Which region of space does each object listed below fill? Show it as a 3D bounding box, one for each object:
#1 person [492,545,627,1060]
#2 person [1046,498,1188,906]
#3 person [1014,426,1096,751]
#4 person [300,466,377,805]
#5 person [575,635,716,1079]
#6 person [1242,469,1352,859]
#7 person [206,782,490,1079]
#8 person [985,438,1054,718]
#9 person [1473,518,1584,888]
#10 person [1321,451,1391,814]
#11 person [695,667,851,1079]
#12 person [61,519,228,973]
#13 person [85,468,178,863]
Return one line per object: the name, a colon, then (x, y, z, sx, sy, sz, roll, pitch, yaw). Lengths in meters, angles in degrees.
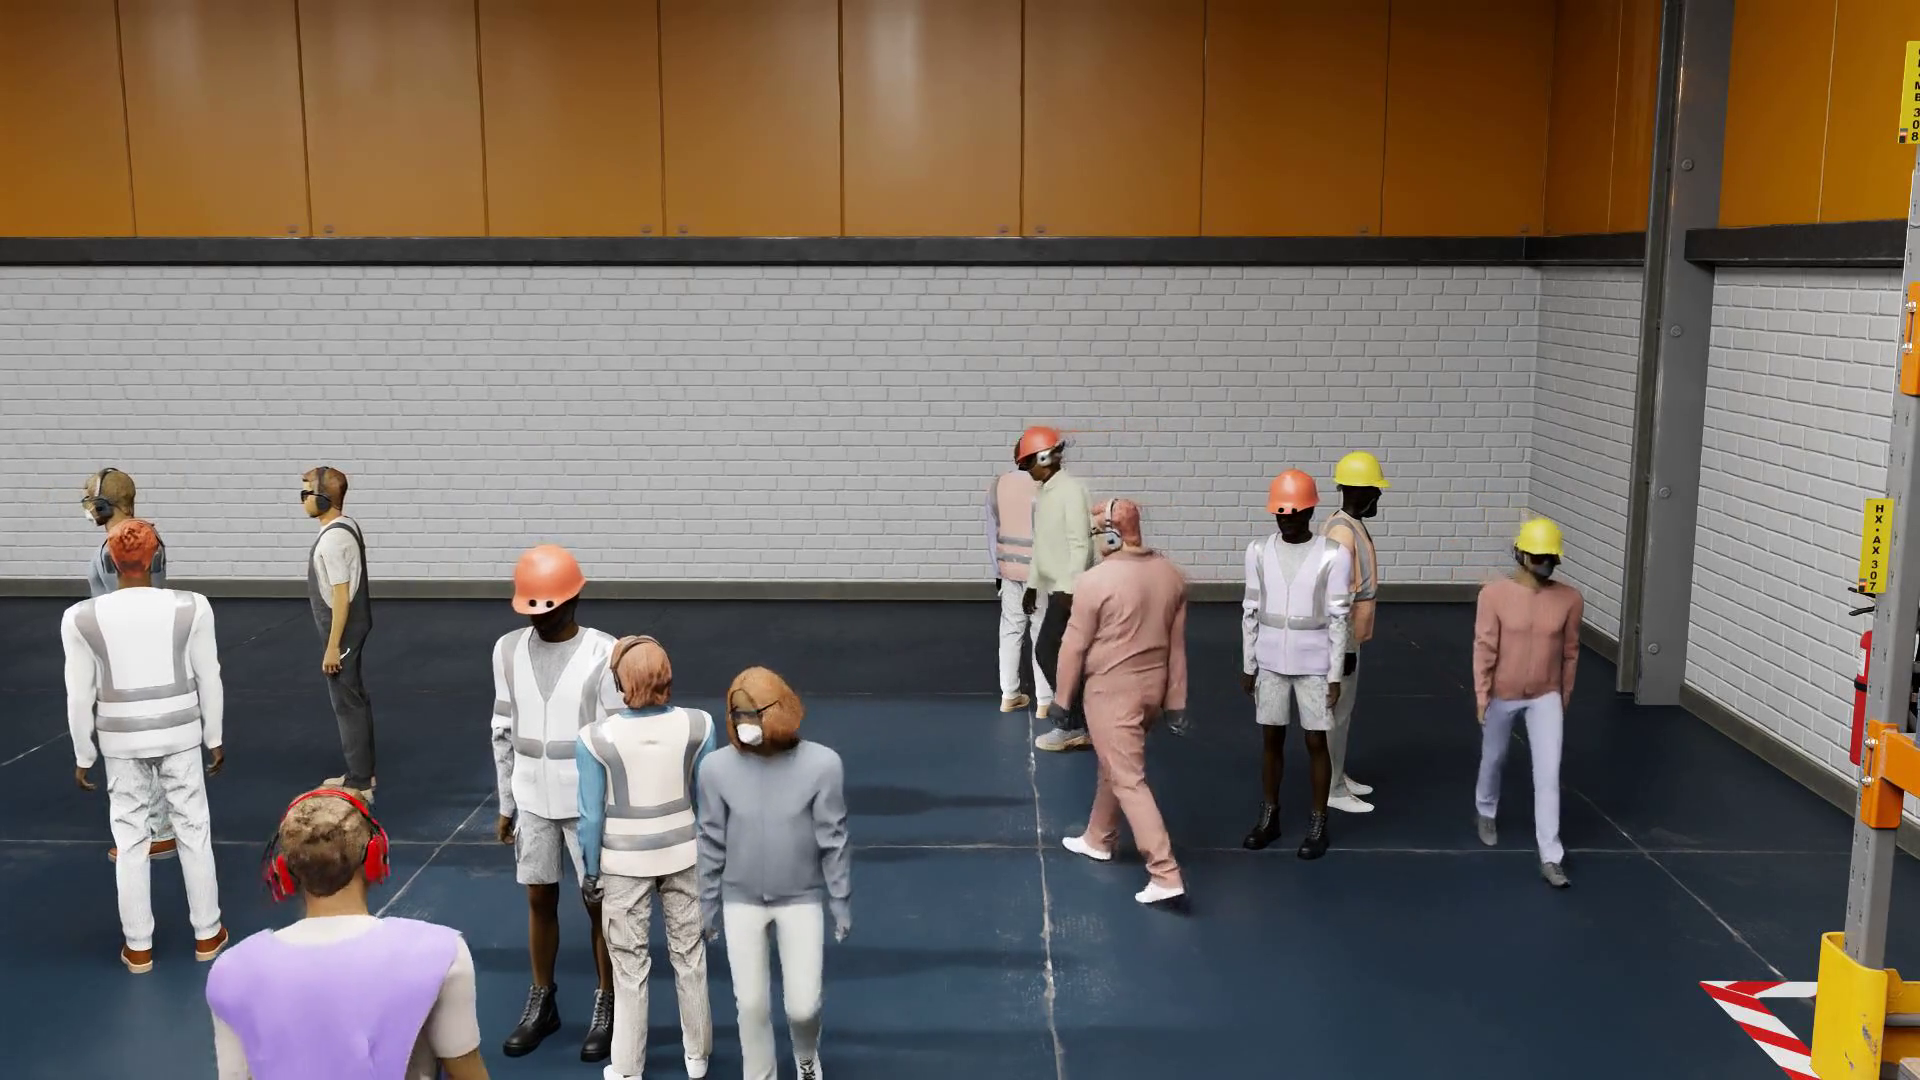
person: (-1.454, 0.959, 6.075, 0.547, 1.925, 0.391, 2, 10, 11)
person: (0.776, 0.725, 7.729, 0.621, 1.852, 0.977, -9, 13, -42)
person: (0.588, 0.293, 10.000, 0.539, 1.944, 0.663, -2, 10, -13)
person: (-3.339, 0.518, 8.951, 0.328, 1.844, 0.514, -2, 10, -12)
person: (-1.082, 1.139, 5.837, 0.512, 1.645, 0.307, -5, 11, -26)
person: (1.630, 0.607, 8.179, 0.538, 1.929, 0.382, 5, 11, 28)
person: (-1.321, 1.439, 3.579, 0.574, 1.806, 0.930, 1, 10, 5)
person: (0.468, 0.224, 10.721, 0.625, 1.847, 0.429, 7, 12, 37)
person: (2.724, 0.737, 8.036, 0.527, 1.720, 0.925, 1, 10, 6)
person: (2.090, 0.483, 8.923, 0.368, 1.927, 0.589, 2, 10, 14)
person: (-0.616, 1.206, 5.514, 0.525, 1.611, 0.403, 1, 10, 4)
person: (-3.345, 0.847, 6.873, 0.574, 1.883, 0.360, -4, 10, -24)
person: (-4.040, 0.607, 8.145, 0.353, 1.936, 0.633, -2, 10, -12)
